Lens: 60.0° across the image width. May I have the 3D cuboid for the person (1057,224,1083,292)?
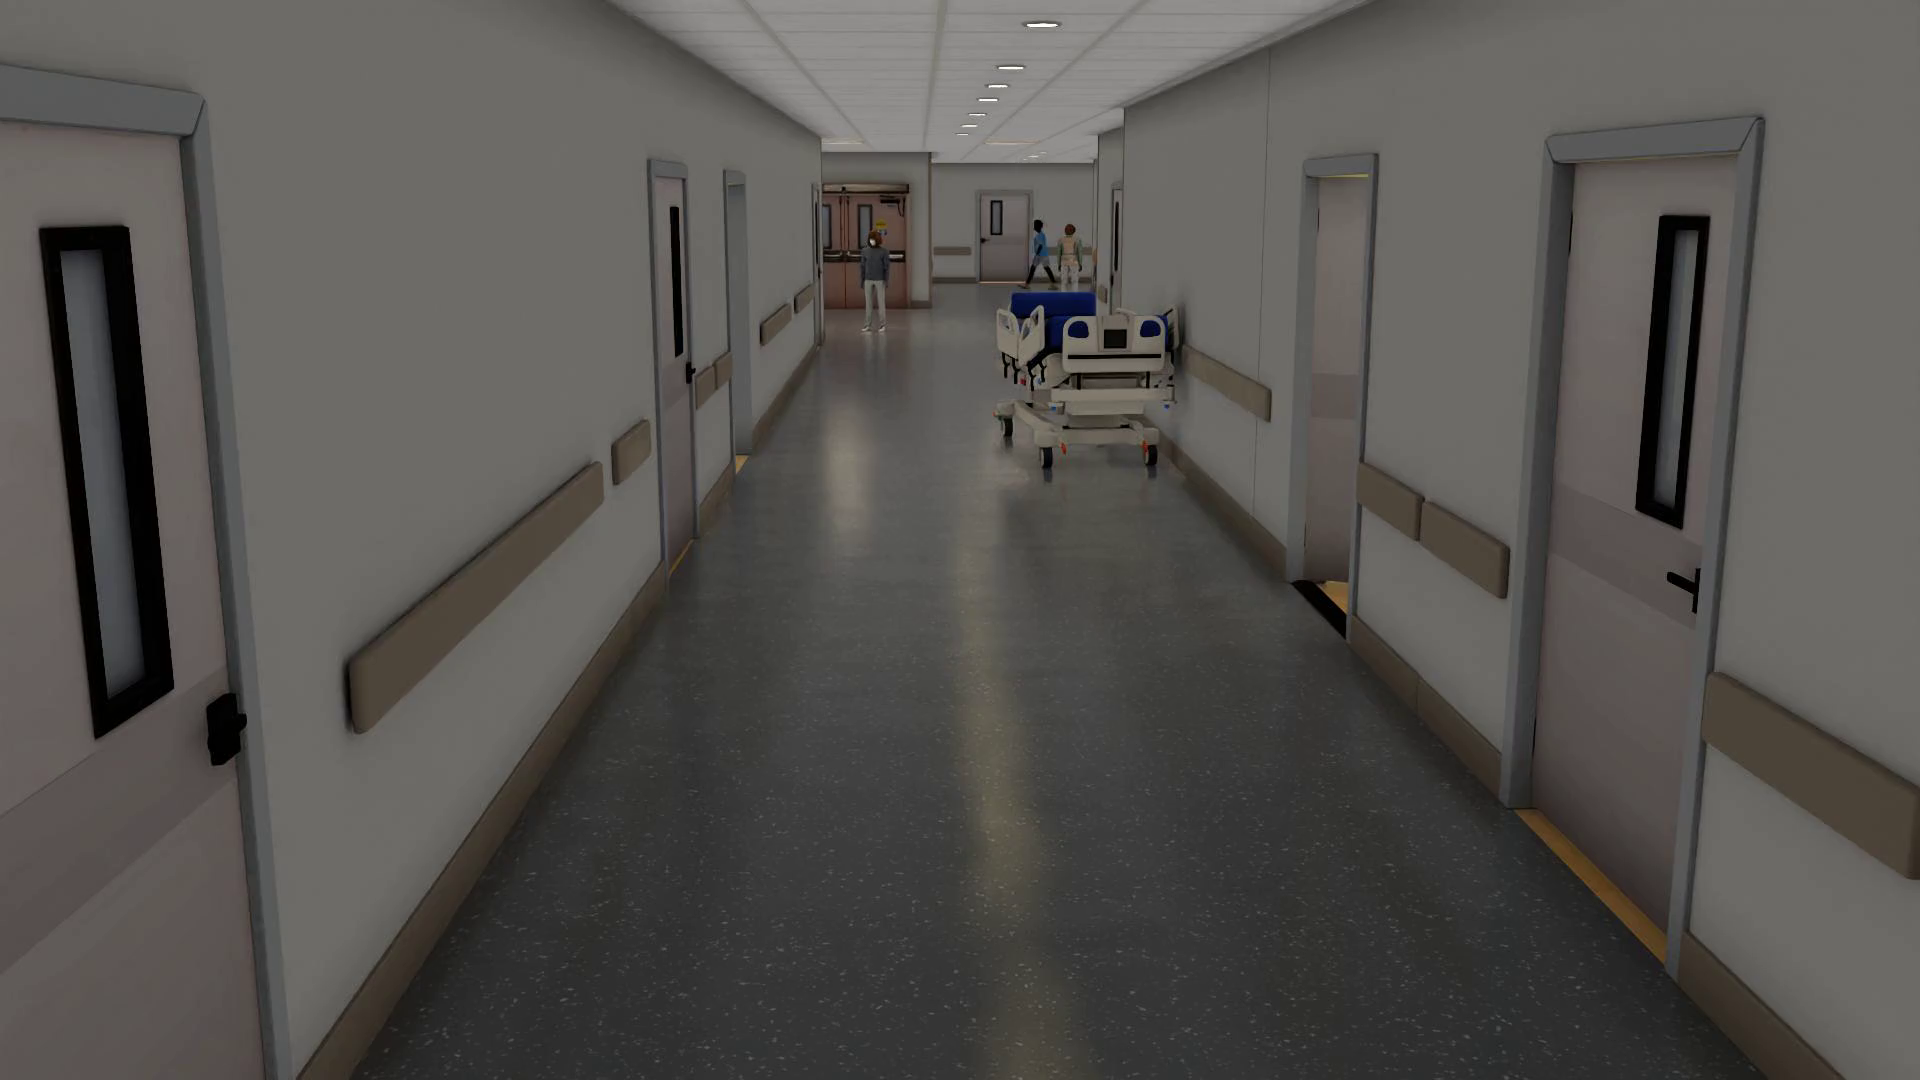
[{"bbox_3d":[2.174,-5.420,32.885,0.513,1.640,0.313,4,12,19],"label":"person"}]

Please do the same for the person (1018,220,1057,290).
[{"bbox_3d":[1.875,-6.711,39.180,0.920,1.637,0.531,-3,12,-17],"label":"person"}]

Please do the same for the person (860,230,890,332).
[{"bbox_3d":[-1.374,-4.165,26.785,0.498,1.634,0.278,4,12,17],"label":"person"}]
